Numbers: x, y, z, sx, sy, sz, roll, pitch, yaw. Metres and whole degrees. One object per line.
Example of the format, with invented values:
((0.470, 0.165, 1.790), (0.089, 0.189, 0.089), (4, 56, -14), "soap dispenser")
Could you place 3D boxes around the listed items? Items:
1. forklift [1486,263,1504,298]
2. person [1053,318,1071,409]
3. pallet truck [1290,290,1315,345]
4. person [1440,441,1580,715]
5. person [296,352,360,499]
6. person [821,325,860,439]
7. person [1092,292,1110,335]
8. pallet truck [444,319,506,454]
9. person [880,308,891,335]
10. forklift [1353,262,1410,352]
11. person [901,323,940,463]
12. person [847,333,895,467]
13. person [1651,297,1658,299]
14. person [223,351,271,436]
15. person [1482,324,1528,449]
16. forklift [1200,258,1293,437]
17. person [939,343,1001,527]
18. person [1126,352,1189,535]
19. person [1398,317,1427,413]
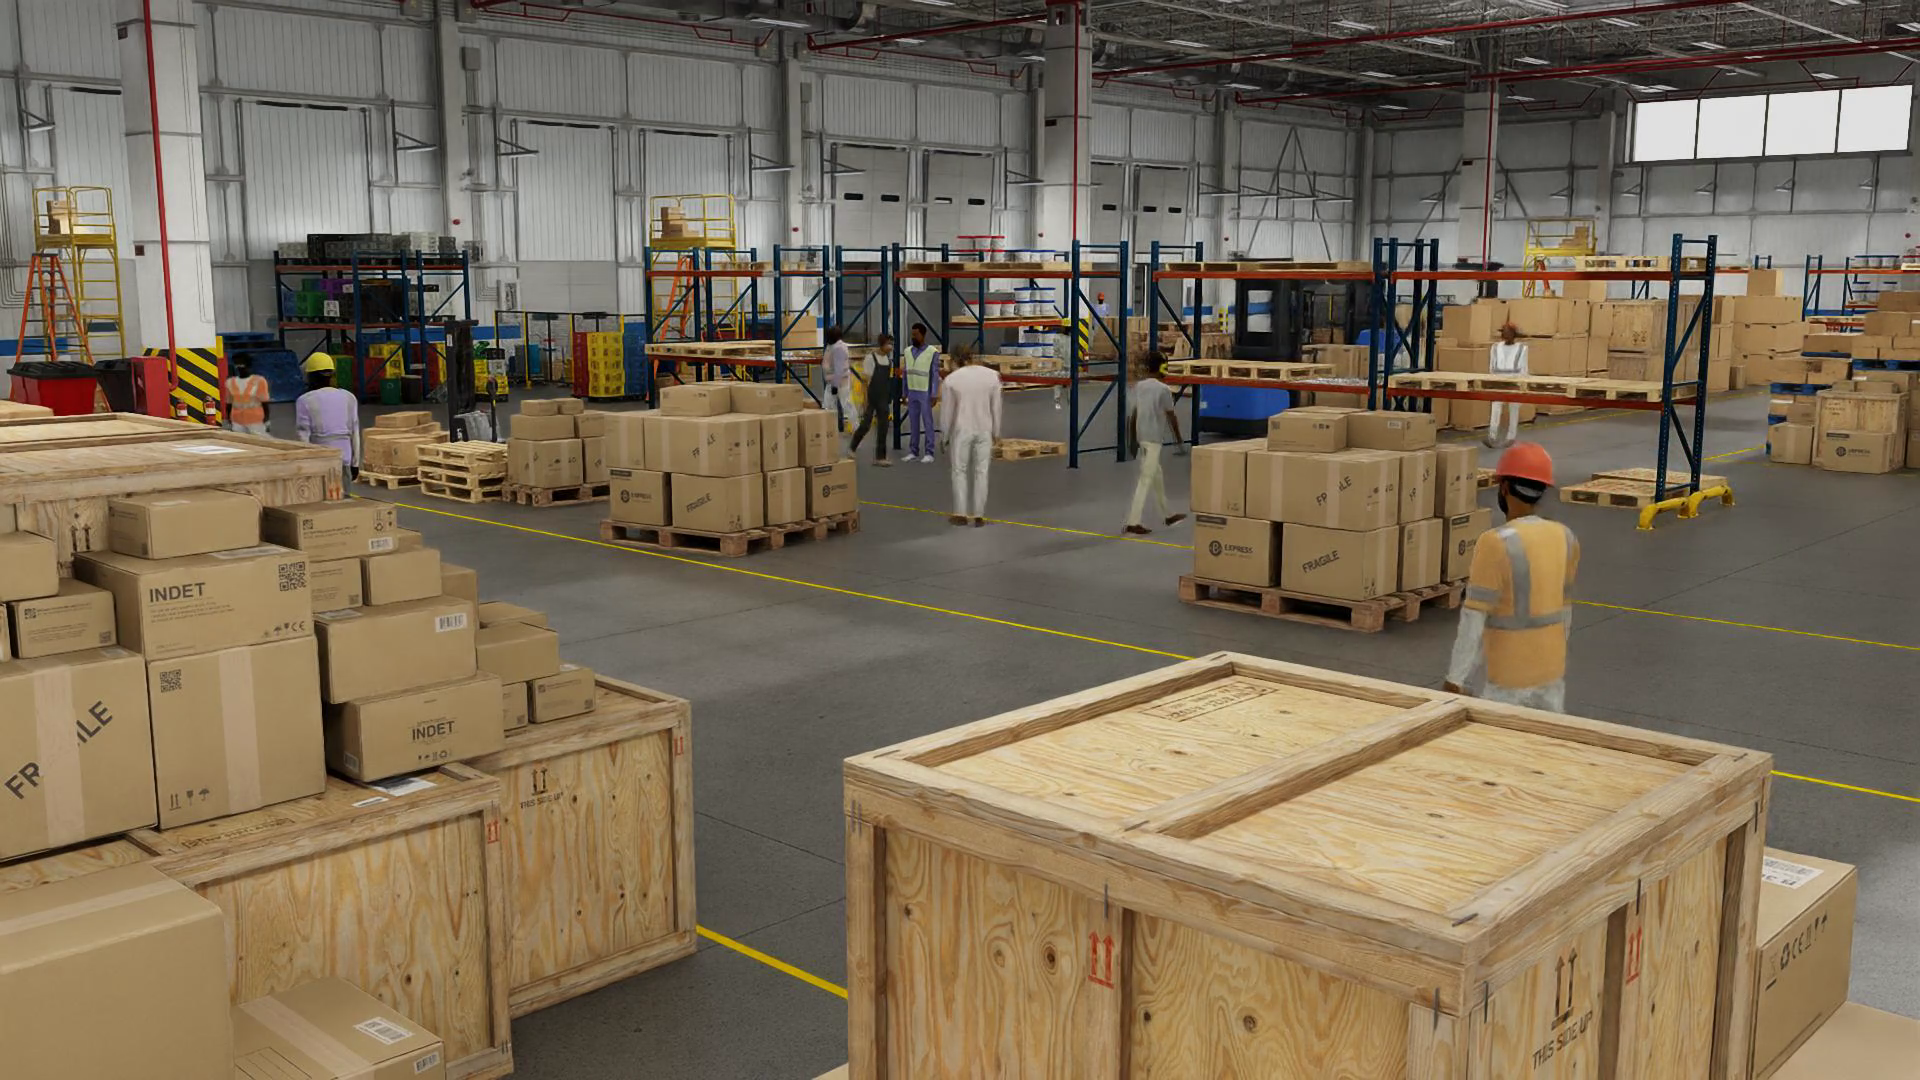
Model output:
((14.831, -6.333, 46.373), (1.873, 2.768, 1.129), (3, 10, 17), "forklift")
((2.001, -3.333, 31.486), (0.486, 1.738, 0.320), (-2, 10, -13), "person")
((11.297, -6.951, 52.861), (1.885, 1.965, 0.823), (-5, 11, -29), "pallet truck")
((2.414, 0.554, 7.060), (0.715, 1.935, 0.608), (-6, 11, -33), "person")
((-5.625, -0.705, 14.802), (0.405, 1.919, 0.594), (7, 12, 36), "person")
((-1.918, -2.440, 25.865), (0.903, 1.795, 0.643), (-5, 10, -27), "person")
((4.354, -6.688, 51.469), (0.544, 1.930, 0.389), (1, 9, 5), "person")
((-6.981, -1.942, 22.150), (1.885, 1.965, 0.823), (1, 9, 9), "pallet truck")
((-1.978, -5.343, 44.130), (0.314, 1.634, 0.515), (1, 9, 7), "person")
((10.601, -5.771, 42.927), (1.129, 2.768, 1.873), (-7, 11, -35), "forklift")
((-0.546, -2.025, 22.898), (0.596, 1.918, 0.382), (7, 11, 35), "person")
((-1.197, -1.897, 22.473), (0.594, 1.803, 0.771), (-9, 13, -42), "person")
((18.155, -5.393, 43.517), (0.628, 1.931, 0.358), (-7, 12, -37), "person")
((-8.537, -1.426, 19.939), (0.549, 1.680, 0.407), (0, 9, 0), "person")
((8.026, -2.246, 24.497), (0.588, 1.834, 0.976), (6, 11, 33), "person")
((4.818, -3.120, 26.674), (1.129, 2.768, 1.873), (9, 13, 43), "forklift")
((0.110, -1.062, 17.122), (0.669, 1.914, 0.349), (-2, 10, -15), "person")
((2.027, -0.974, 16.760), (0.949, 1.817, 0.494), (-6, 11, -31), "person")
((7.020, -2.498, 25.831), (0.756, 1.914, 0.647), (1, 9, 9), "person")
